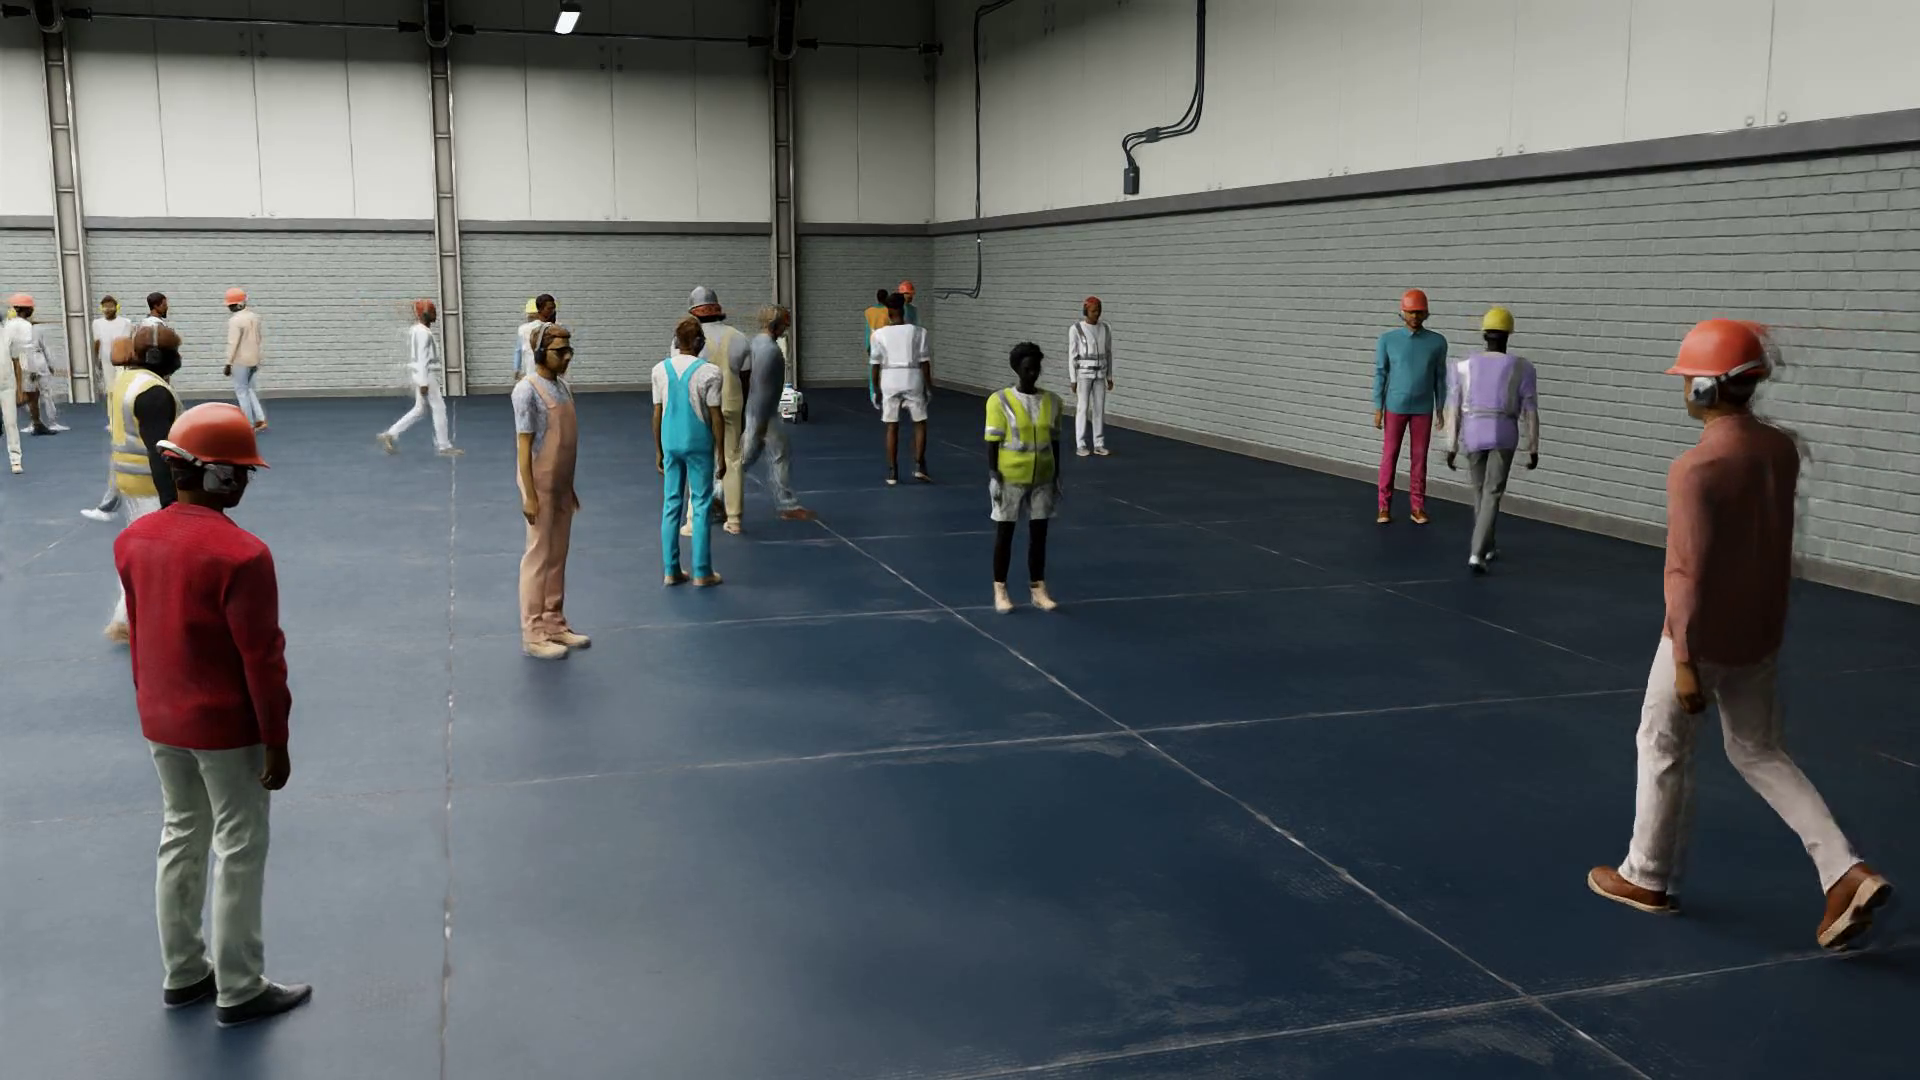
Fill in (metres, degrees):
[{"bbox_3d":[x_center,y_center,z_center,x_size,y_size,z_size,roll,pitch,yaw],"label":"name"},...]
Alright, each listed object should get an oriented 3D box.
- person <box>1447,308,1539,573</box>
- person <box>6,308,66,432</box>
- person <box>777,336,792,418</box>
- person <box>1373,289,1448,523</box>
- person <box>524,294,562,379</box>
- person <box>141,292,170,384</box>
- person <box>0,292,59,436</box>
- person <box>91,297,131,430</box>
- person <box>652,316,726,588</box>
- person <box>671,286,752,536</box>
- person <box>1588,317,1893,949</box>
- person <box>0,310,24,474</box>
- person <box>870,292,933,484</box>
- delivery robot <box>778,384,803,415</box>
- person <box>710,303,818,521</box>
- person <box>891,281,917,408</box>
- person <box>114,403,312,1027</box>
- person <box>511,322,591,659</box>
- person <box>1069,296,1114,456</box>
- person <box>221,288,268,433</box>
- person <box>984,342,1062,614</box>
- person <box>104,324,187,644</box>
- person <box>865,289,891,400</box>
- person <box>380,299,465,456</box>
[{"bbox_3d":[3.810,-0.715,11.912,0.607,1.880,1.003,5,10,30],"label":"person"},{"bbox_3d":[-12.627,-2.325,22.738,0.347,1.699,0.659,4,10,24],"label":"person"},{"bbox_3d":[-2.699,-2.656,25.119,0.302,1.613,0.615,-5,10,-29],"label":"person"},{"bbox_3d":[3.834,-1.130,14.161,0.613,1.994,0.395,1,9,3],"label":"person"},{"bbox_3d":[-4.545,-1.733,18.256,0.393,1.919,0.589,3,9,17],"label":"person"},{"bbox_3d":[-10.037,-2.128,20.777,0.371,1.916,0.597,-7,12,-39],"label":"person"},{"bbox_3d":[-12.372,-2.288,21.823,0.556,1.914,0.826,8,12,42],"label":"person"},{"bbox_3d":[-11.640,-2.419,22.905,0.551,1.839,0.542,-4,10,-21],"label":"person"},{"bbox_3d":[-1.818,-0.586,11.215,0.512,1.835,0.359,2,9,15],"label":"person"},{"bbox_3d":[-2.052,-1.046,13.478,0.677,2.000,0.536,-6,11,-33],"label":"person"},{"bbox_3d":[2.444,0.293,5.196,0.627,1.970,0.876,-5,10,-30],"label":"person"},{"bbox_3d":[-10.265,-1.612,17.714,0.507,1.846,0.343,-5,10,-27],"label":"person"},{"bbox_3d":[-0.601,-1.547,16.967,0.639,1.944,0.425,0,9,0],"label":"person"},{"bbox_3d":[-2.488,-2.019,24.113,0.477,0.478,0.707,0,9,2],"label":"delivery robot"},{"bbox_3d":[-1.729,-1.070,14.174,0.964,1.887,0.700,-3,9,-16],"label":"person"},{"bbox_3d":[-0.868,-3.161,26.964,0.371,2.044,0.608,6,11,35],"label":"person"},{"bbox_3d":[-2.071,0.487,4.663,0.573,1.739,0.351,4,10,26],"label":"person"},{"bbox_3d":[-2.268,-0.275,9.189,0.327,1.842,0.517,2,9,14],"label":"person"},{"bbox_3d":[1.545,-1.922,19.601,0.588,1.878,0.371,-5,10,-28],"label":"person"},{"bbox_3d":[-9.571,-2.375,22.215,0.392,1.961,0.649,0,9,0],"label":"person"},{"bbox_3d":[0.402,-0.387,10.376,0.540,1.695,0.317,-4,10,-23],"label":"person"},{"bbox_3d":[-4.525,-0.281,9.290,0.527,1.830,0.653,-7,11,-37],"label":"person"},{"bbox_3d":[-1.354,-3.345,28.582,0.584,1.911,0.391,2,9,15],"label":"person"},{"bbox_3d":[-6.333,-1.888,19.471,0.874,1.856,0.585,-4,10,-22],"label":"person"}]
